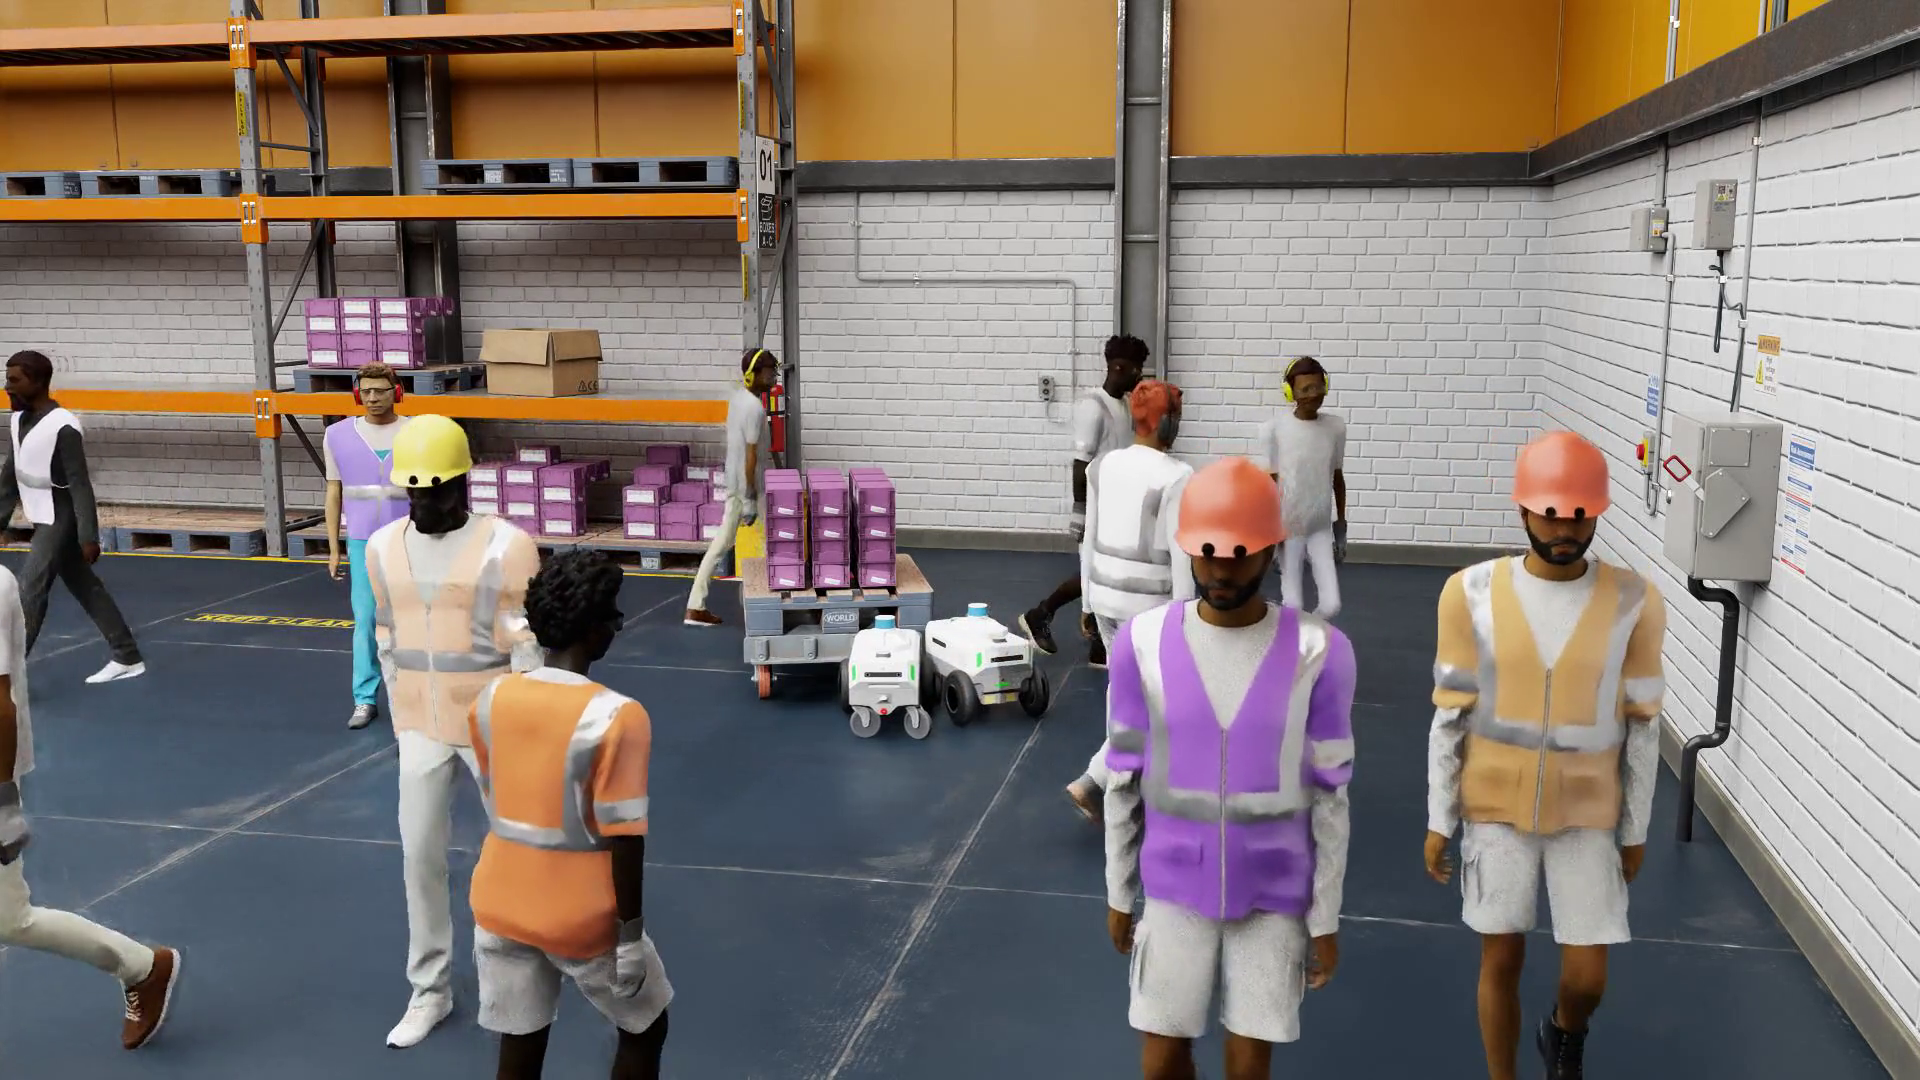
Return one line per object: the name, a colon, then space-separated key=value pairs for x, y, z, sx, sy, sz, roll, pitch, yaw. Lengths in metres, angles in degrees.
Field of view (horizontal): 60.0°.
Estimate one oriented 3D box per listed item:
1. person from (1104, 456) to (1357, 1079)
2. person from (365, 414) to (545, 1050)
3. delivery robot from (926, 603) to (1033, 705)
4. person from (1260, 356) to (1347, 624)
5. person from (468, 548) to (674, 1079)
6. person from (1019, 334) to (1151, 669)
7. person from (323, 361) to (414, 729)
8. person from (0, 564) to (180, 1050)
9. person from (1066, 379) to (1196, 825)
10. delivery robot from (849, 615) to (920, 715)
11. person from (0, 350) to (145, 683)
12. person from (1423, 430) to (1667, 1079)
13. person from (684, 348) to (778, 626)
person: x=0.596 y=0.756 z=3.729 sx=0.543 sy=1.922 sz=0.525 roll=2 pitch=10 yaw=13
person: x=-1.522 y=0.526 z=5.224 sx=0.596 sy=1.895 sz=0.887 roll=2 pitch=10 yaw=10
delivery robot: x=0.092 y=0.572 z=8.648 sx=0.477 sy=0.478 sz=0.707 roll=-4 pitch=10 yaw=-24
person: x=1.792 y=-0.039 z=8.696 sx=0.515 sy=1.857 sz=0.410 roll=-2 pitch=10 yaw=-13
person: x=-0.883 y=0.848 z=3.873 sx=0.557 sy=1.670 sz=0.584 roll=5 pitch=11 yaw=27
person: x=0.744 y=-0.214 z=9.510 sx=0.630 sy=1.936 sz=0.630 roll=4 pitch=10 yaw=24
person: x=-2.880 y=0.020 z=8.375 sx=0.569 sy=1.843 sz=0.374 roll=-3 pitch=10 yaw=-16
person: x=-2.660 y=0.648 z=4.602 sx=0.527 sy=1.845 sz=0.796 roll=8 pitch=12 yaw=38
person: x=0.666 y=0.280 z=6.765 sx=0.599 sy=1.864 sz=0.626 roll=-8 pitch=12 yaw=-40
delivery robot: x=-0.374 y=0.621 z=8.353 sx=0.477 sy=0.478 sz=0.707 roll=0 pitch=9 yaw=-1
person: x=-4.938 y=-0.083 z=8.946 sx=1.022 sy=1.863 sz=0.587 roll=-9 pitch=13 yaw=-44
person: x=1.466 y=0.674 z=4.210 sx=0.555 sy=1.924 sz=0.485 roll=3 pitch=10 yaw=18
person: x=-1.347 y=-0.336 z=10.680 sx=1.015 sy=1.801 sz=0.588 roll=-5 pitch=11 yaw=-27
